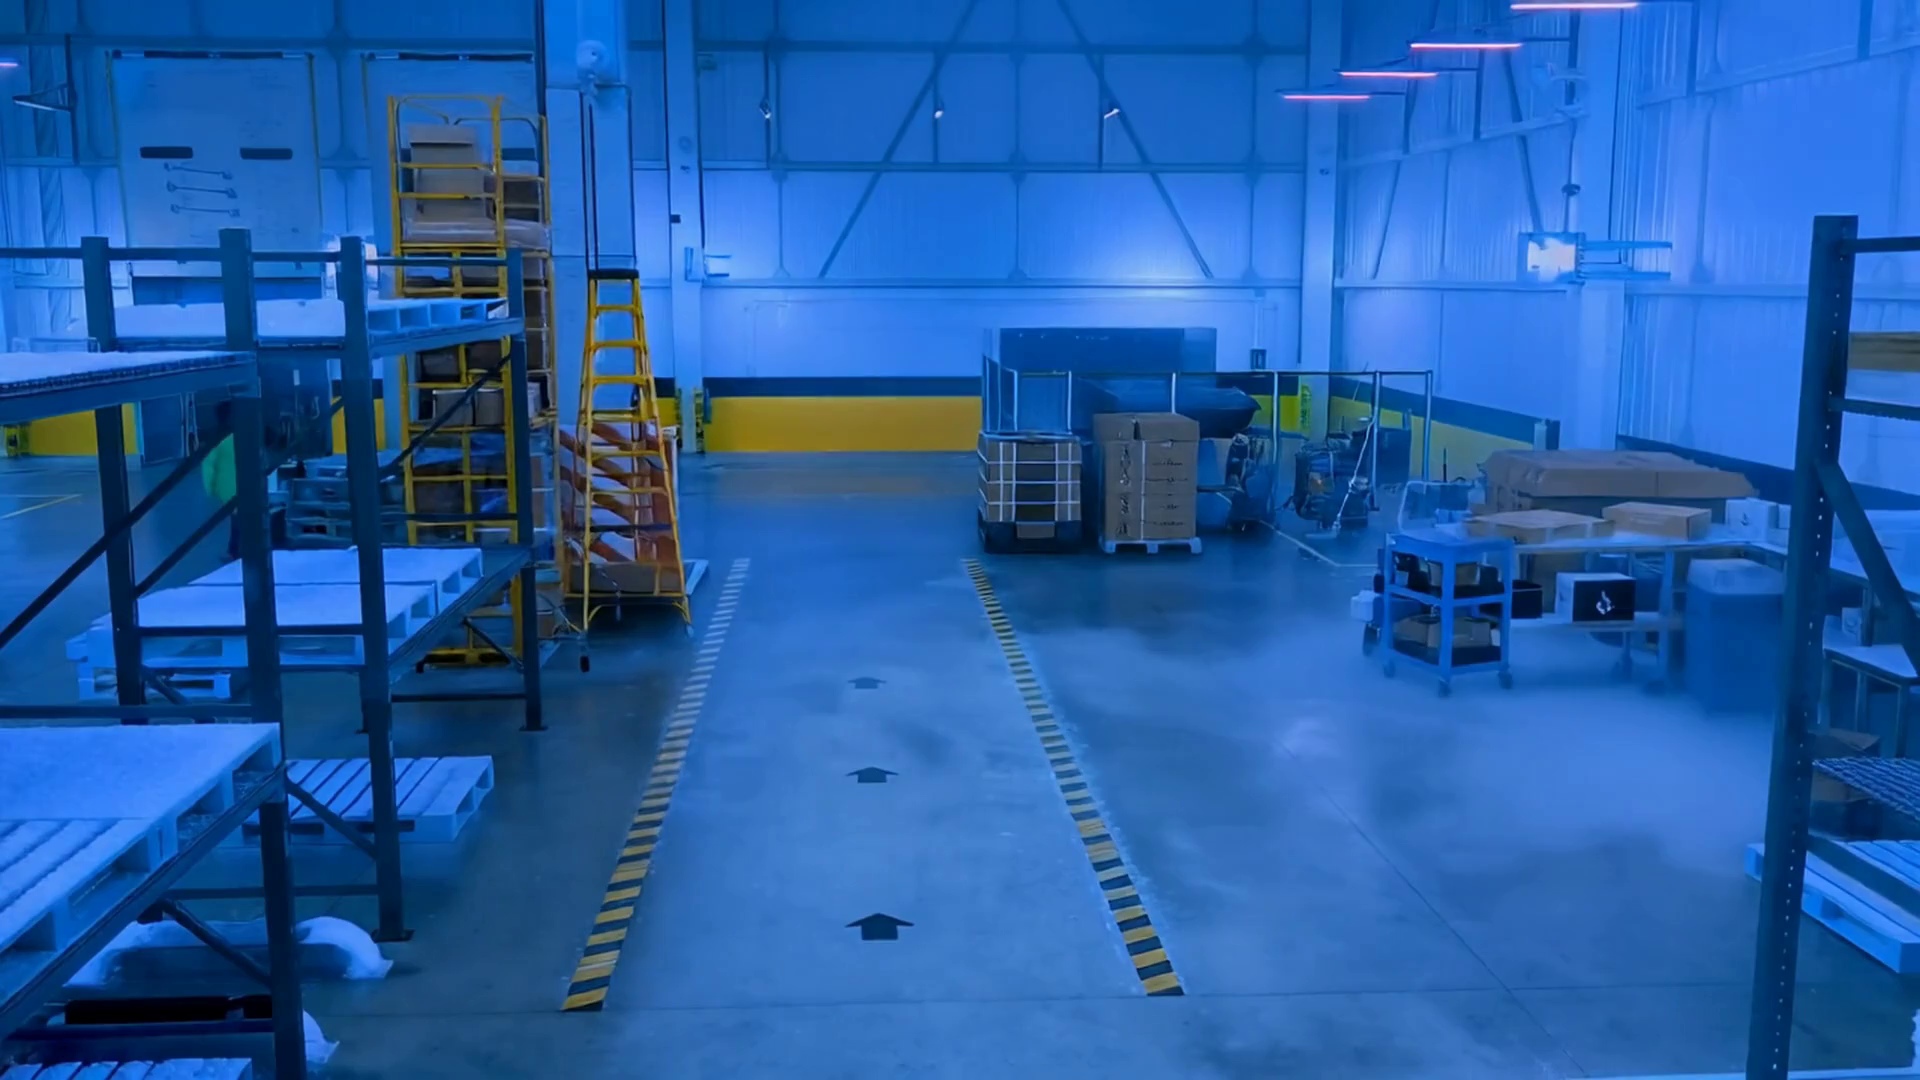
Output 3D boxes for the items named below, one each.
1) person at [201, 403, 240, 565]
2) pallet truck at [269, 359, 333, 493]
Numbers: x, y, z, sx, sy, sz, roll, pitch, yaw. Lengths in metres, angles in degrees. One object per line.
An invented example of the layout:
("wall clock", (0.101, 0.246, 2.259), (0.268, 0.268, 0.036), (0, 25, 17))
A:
("person", (-7.075, -0.511, 16.214), (0.911, 1.637, 0.571), (6, 11, 35))
("pallet truck", (-7.062, -1.131, 18.996), (1.885, 1.965, 0.823), (2, 9, 13))
